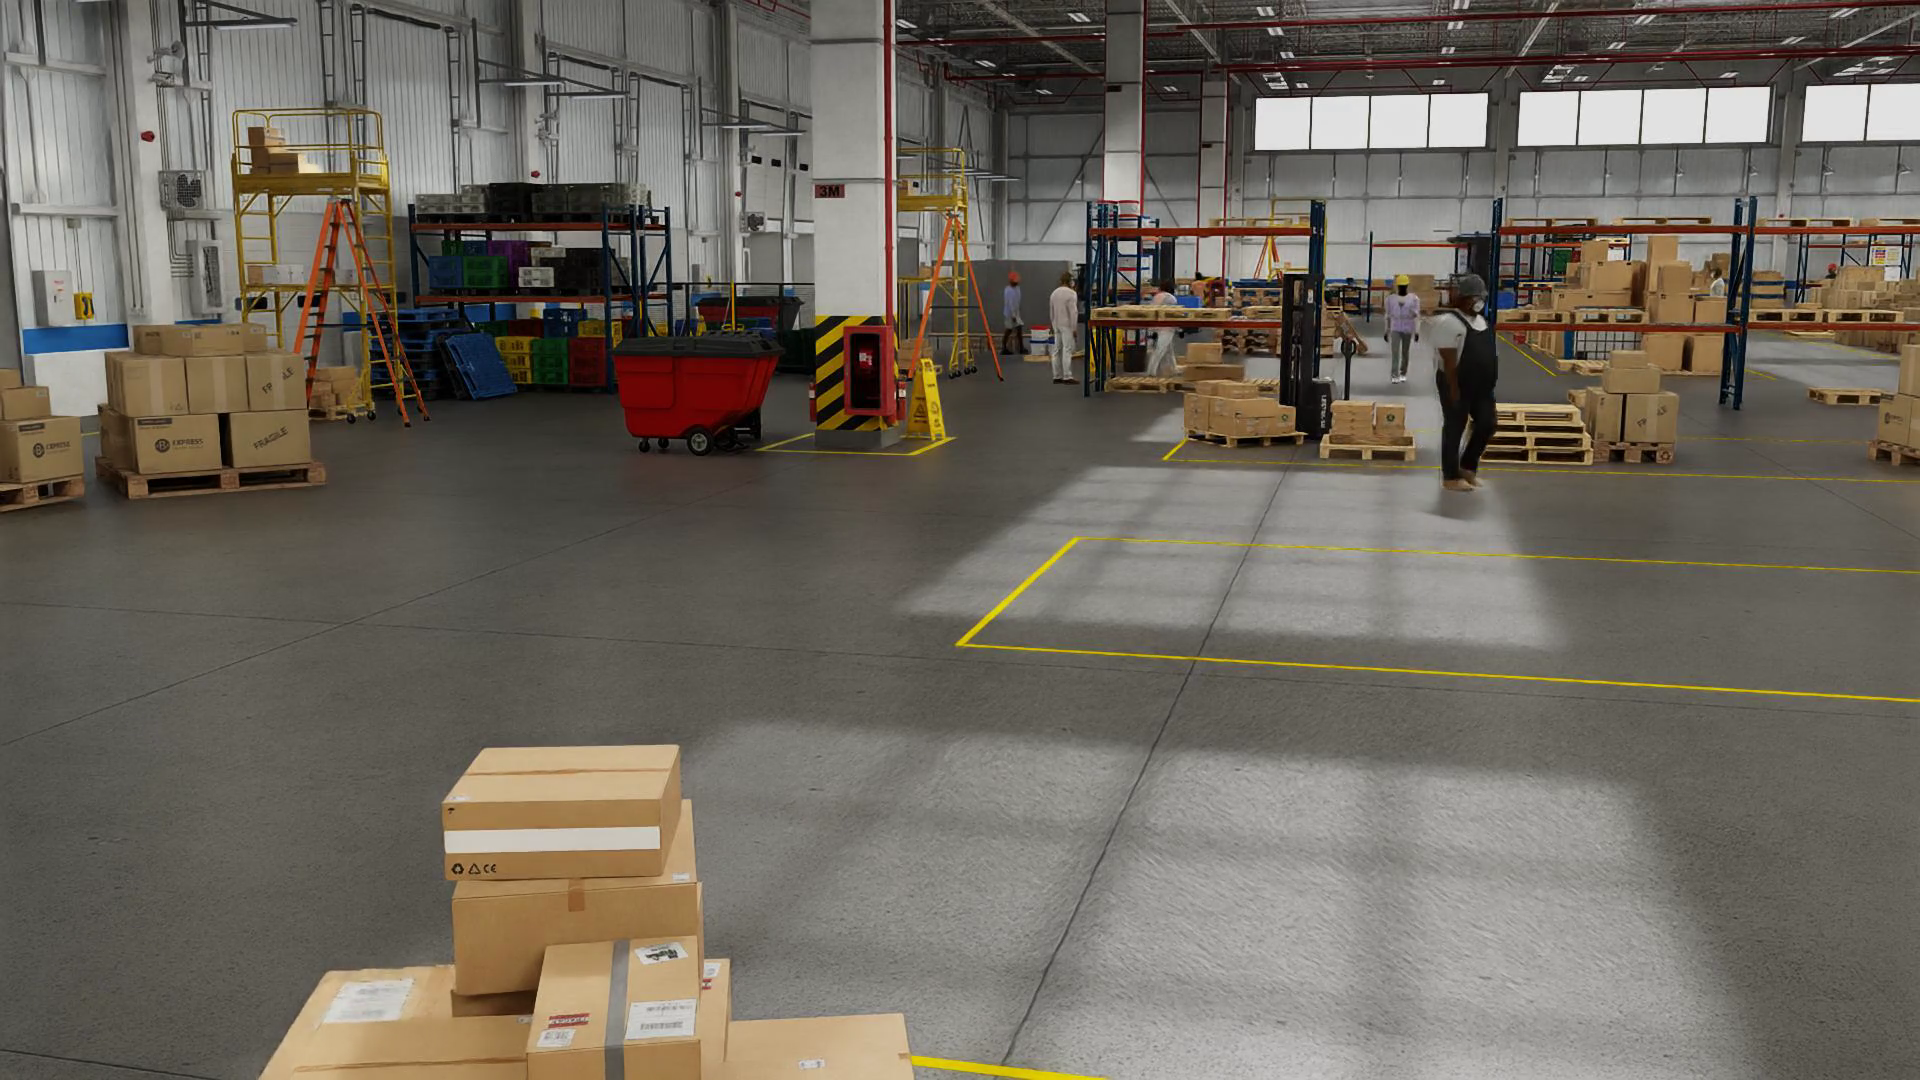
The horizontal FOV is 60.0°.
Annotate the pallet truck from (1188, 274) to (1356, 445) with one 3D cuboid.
[{"bbox_3d":[3.653,-2.138,19.590,1.885,1.965,0.823,-4,10,-20],"label":"pallet truck"}]

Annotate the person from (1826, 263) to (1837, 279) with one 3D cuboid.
[{"bbox_3d":[27.654,-7.784,52.835,0.381,1.996,0.608,-2,10,-14],"label":"person"}]

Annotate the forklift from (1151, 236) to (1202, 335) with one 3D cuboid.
[{"bbox_3d":[5.866,-7.214,46.878,1.873,2.768,1.129,2,10,14],"label":"forklift"}]

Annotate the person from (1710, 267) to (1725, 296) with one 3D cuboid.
[{"bbox_3d":[18.979,-5.872,41.748,0.378,1.940,0.628,4,10,22],"label":"person"}]

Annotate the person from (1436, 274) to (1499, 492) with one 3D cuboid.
[{"bbox_3d":[4.718,-1.457,15.448,0.690,2.000,0.537,-7,12,-34],"label":"person"}]

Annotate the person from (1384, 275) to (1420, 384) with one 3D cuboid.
[{"bbox_3d":[7.699,-3.669,28.971,0.601,1.880,0.974,3,10,18],"label":"person"}]

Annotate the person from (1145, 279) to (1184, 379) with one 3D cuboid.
[{"bbox_3d":[3.657,-3.723,29.537,0.975,1.802,0.615,-4,10,-23],"label":"person"}]

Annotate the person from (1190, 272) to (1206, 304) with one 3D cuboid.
[{"bbox_3d":[7.931,-8.120,55.741,0.550,1.666,0.739,-4,10,-21],"label":"person"}]

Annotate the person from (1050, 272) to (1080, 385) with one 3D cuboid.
[{"bbox_3d":[1.793,-3.632,28.569,0.375,1.936,0.628,-7,12,-36],"label":"person"}]

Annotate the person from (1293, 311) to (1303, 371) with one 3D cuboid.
[{"bbox_3d":[6.626,-4.098,31.910,0.321,1.736,0.488,6,11,32],"label":"person"}]

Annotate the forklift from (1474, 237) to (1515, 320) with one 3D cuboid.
[{"bbox_3d":[16.480,-8.160,52.451,1.873,2.768,1.129,1,10,3],"label":"forklift"}]

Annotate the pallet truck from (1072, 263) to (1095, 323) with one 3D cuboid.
[{"bbox_3d":[4.325,-8.180,55.162,0.823,1.965,1.885,6,11,31],"label":"pallet truck"}]

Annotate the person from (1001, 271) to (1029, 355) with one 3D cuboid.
[{"bbox_3d":[1.222,-5.032,37.015,0.837,1.866,0.604,9,13,42],"label":"person"}]
